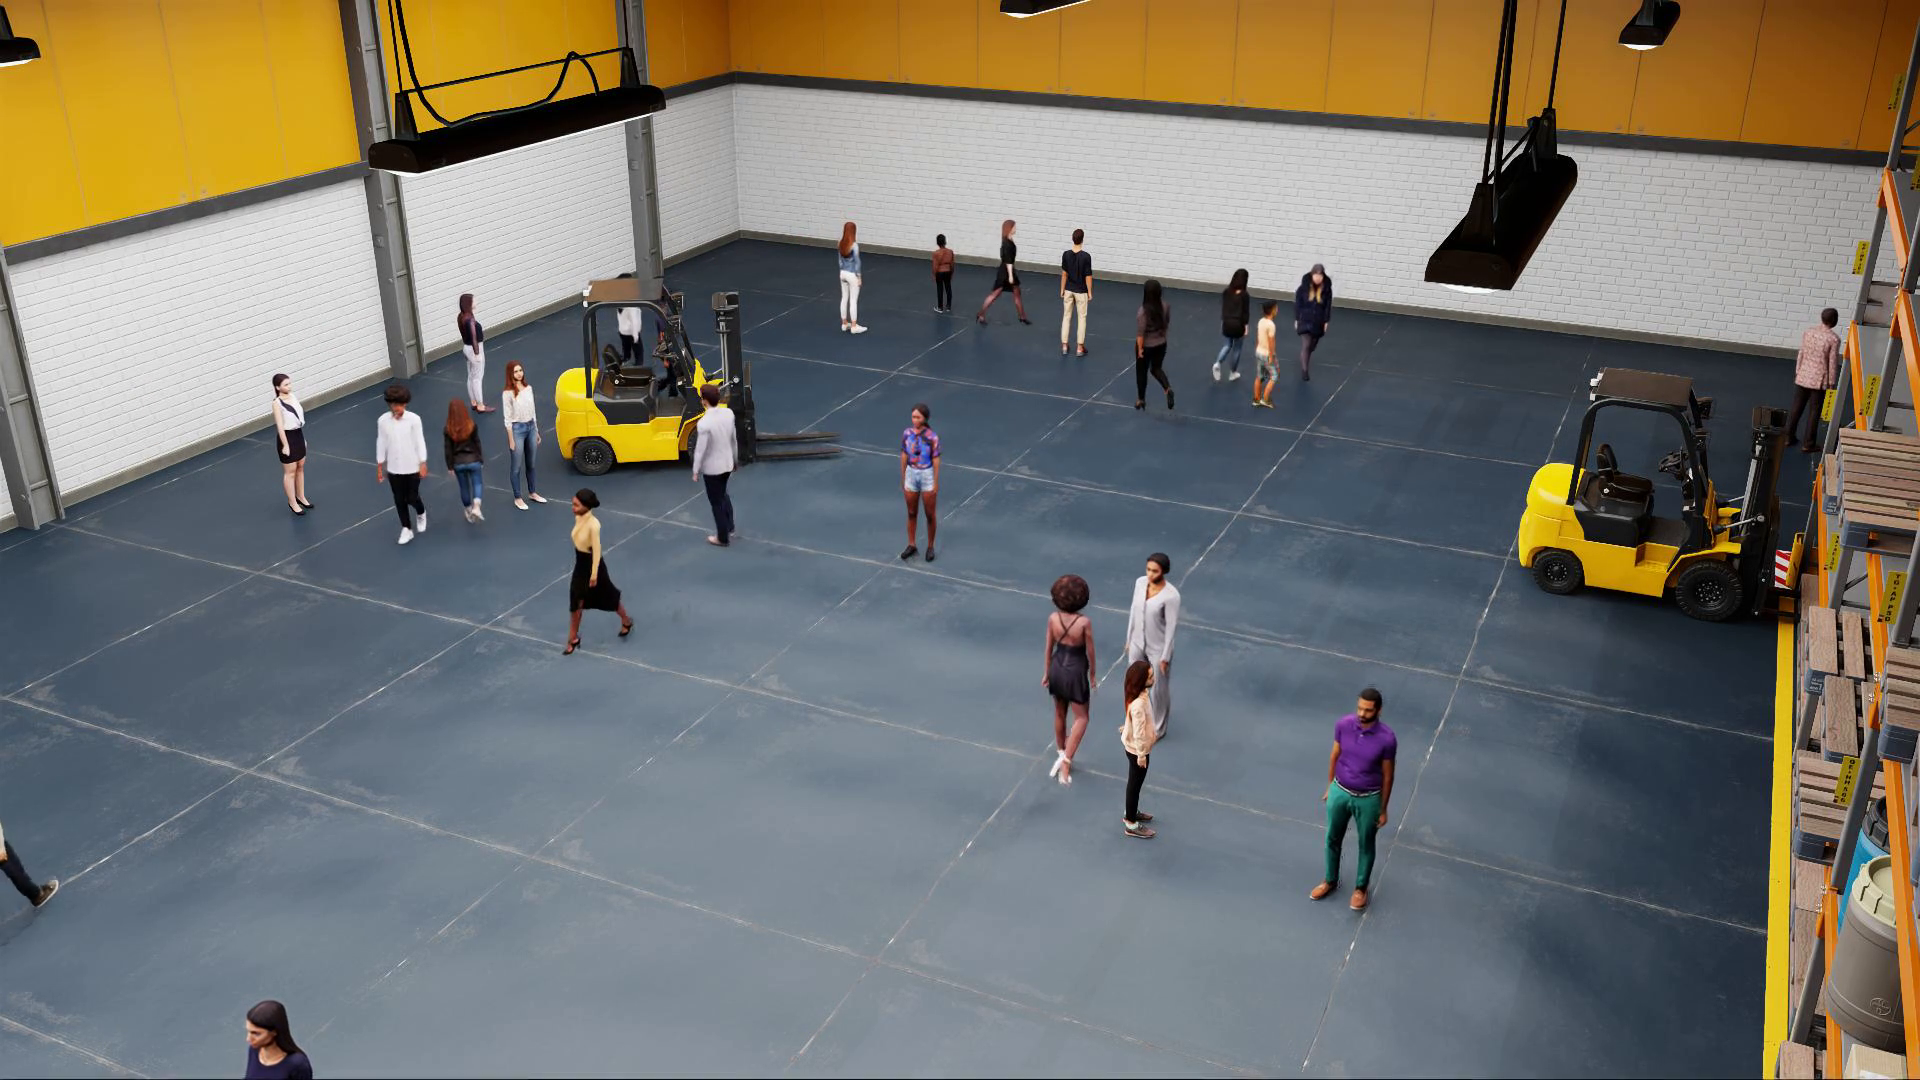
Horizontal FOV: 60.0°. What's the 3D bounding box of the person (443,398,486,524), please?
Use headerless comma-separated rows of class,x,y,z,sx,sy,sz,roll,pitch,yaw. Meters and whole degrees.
person,-5.500,-0.851,18.542,0.777,1.472,0.849,-6,24,-13

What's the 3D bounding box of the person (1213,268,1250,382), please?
person,3.790,-2.963,23.184,0.650,1.624,0.919,15,28,30

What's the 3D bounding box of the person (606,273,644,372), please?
person,-4.594,-2.809,22.759,1.066,1.681,0.870,-18,30,-36

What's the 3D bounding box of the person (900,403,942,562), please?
person,-0.415,-0.622,17.679,0.614,1.743,0.548,7,25,16

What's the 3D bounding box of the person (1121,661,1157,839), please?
person,1.389,1.599,12.922,0.695,1.484,0.562,2,24,4

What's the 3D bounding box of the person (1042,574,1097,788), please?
person,0.865,1.173,13.546,0.554,1.765,0.907,12,26,25

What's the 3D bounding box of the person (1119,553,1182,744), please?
person,1.671,0.888,14.240,0.727,1.731,0.691,22,32,40

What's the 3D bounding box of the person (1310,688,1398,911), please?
person,2.895,1.828,12.043,0.696,1.767,0.653,15,28,30

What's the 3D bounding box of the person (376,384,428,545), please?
person,-6.050,-0.857,18.150,0.810,1.797,0.854,1,24,3

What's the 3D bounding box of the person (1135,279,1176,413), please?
person,2.580,-2.501,21.877,1.004,1.824,1.033,-11,26,-24

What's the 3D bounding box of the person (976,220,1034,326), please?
person,0.612,-4.072,25.692,0.981,1.647,1.138,1,24,2

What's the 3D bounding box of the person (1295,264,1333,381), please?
person,4.945,-3.104,23.474,0.912,1.650,1.143,2,24,4

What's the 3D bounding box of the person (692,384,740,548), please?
person,-2.556,-0.781,17.924,0.819,1.839,0.619,17,29,33

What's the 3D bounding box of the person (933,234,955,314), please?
person,-0.273,-4.281,26.662,0.573,1.253,0.648,-10,26,-23

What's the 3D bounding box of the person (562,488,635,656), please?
person,-3.414,0.290,15.757,1.083,1.612,0.832,-20,30,-38

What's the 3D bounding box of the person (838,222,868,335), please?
person,-1.702,-4.039,25.548,0.640,1.702,0.675,-21,31,-39

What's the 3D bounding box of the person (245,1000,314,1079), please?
person,-3.578,3.192,8.926,0.572,1.766,0.529,12,26,25

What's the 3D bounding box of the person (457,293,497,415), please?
person,-6.455,-2.490,22.123,0.685,1.607,0.677,-15,28,-31

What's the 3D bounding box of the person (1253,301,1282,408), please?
person,4.049,-2.479,22.293,0.675,1.451,0.627,-11,26,-24

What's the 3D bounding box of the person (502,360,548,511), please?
person,-5.032,-1.226,19.081,0.683,1.728,0.522,18,29,35

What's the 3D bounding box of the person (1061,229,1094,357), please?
person,1.712,-3.648,24.467,0.635,1.851,0.544,11,26,24

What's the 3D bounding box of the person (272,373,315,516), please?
person,-7.598,-1.103,18.896,0.666,1.649,0.528,4,24,9

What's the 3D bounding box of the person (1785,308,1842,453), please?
person,10.677,-2.017,20.791,0.807,1.807,0.781,-12,26,-25
